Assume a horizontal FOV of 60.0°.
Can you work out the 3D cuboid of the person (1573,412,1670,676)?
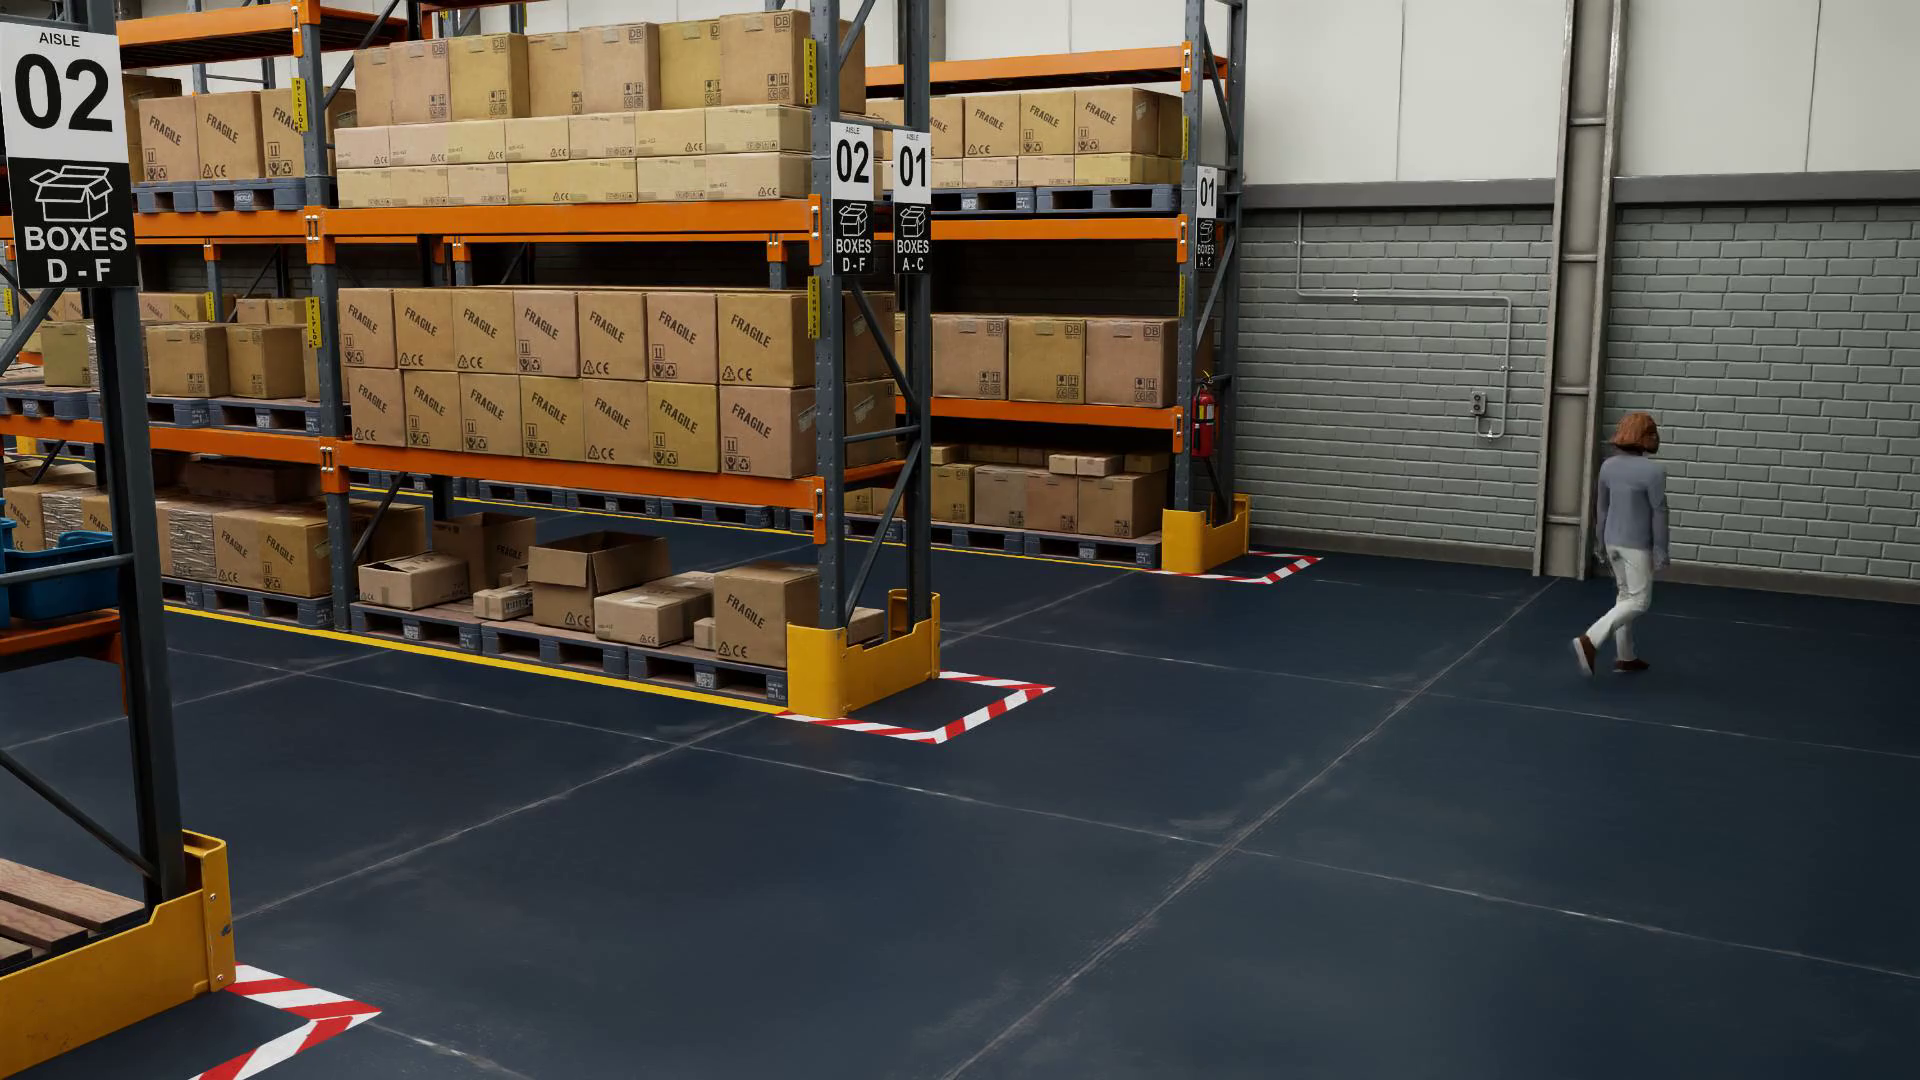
[{"bbox_3d":[3.963,0.037,9.965,0.627,1.611,0.509,-3,10,-19],"label":"person"}]
